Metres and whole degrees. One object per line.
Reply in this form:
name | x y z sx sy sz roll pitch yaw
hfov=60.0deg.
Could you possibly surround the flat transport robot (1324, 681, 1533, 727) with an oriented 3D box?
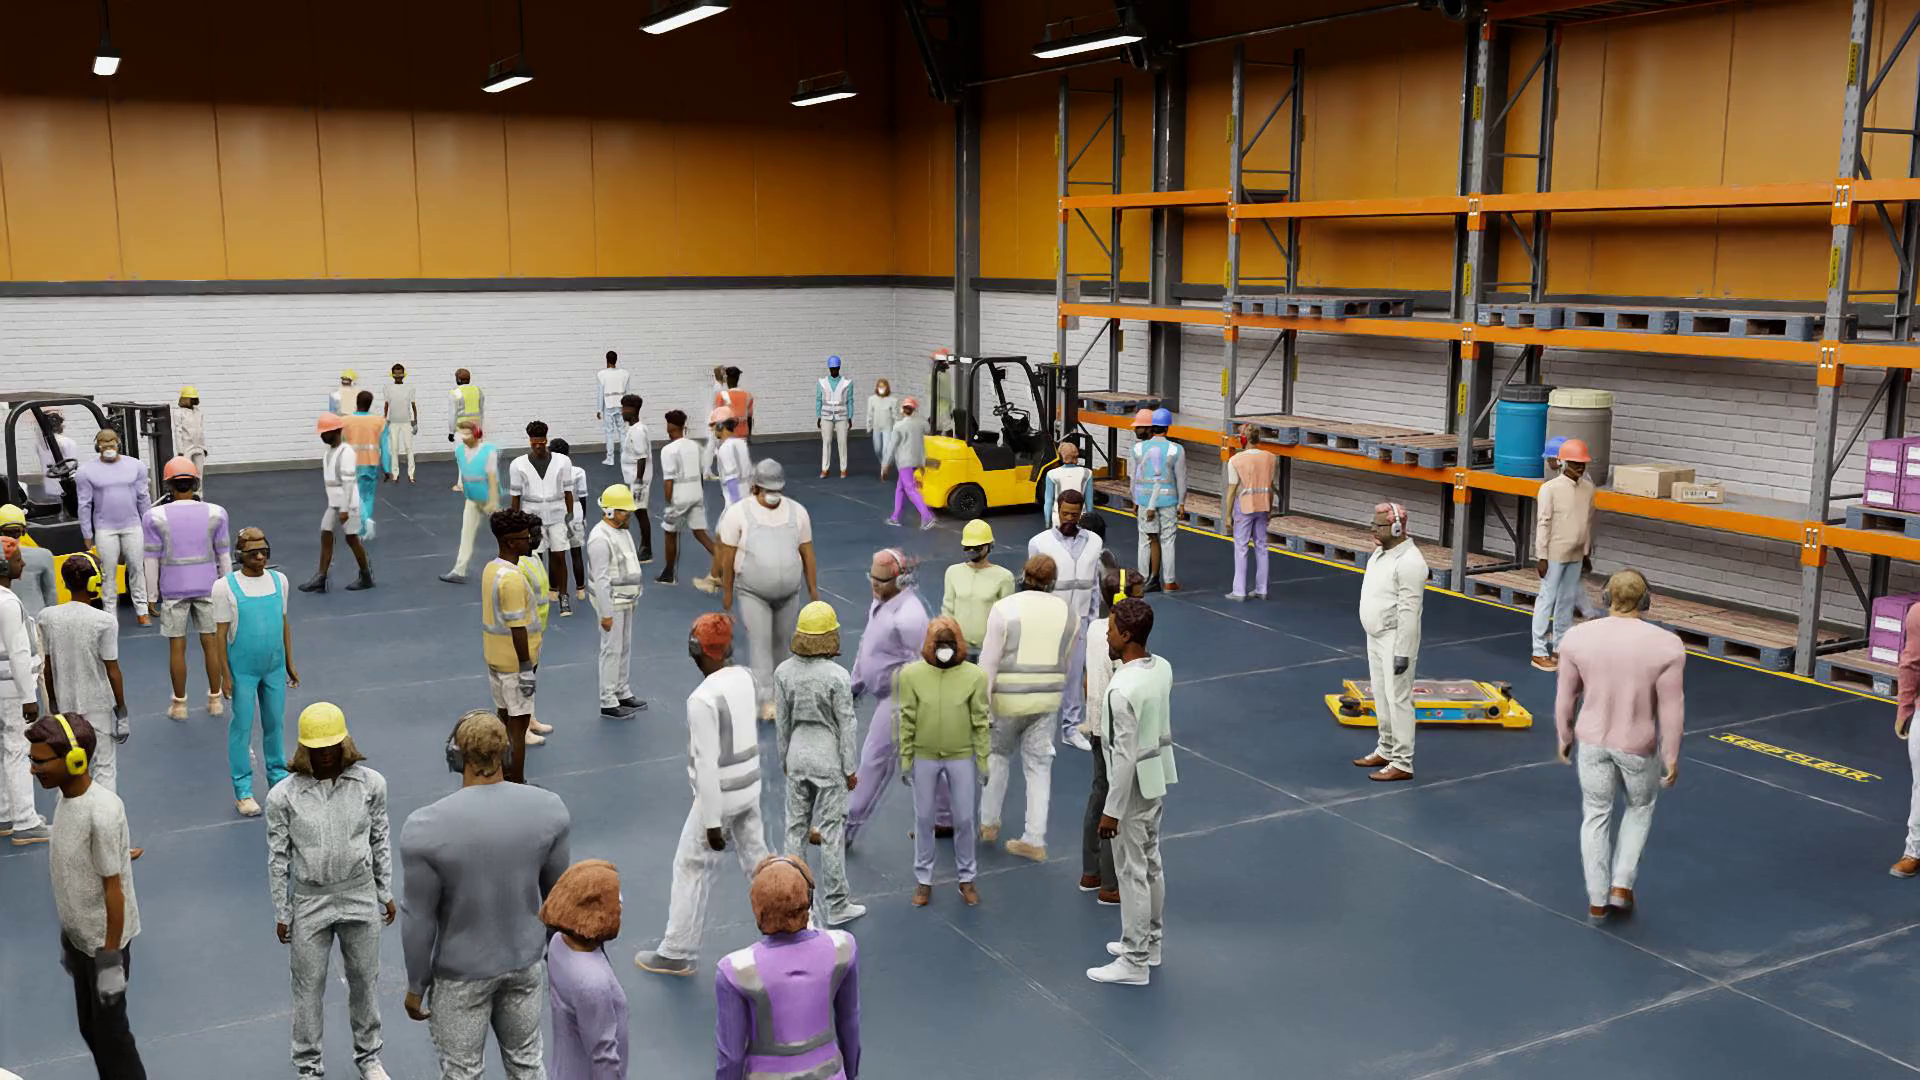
flat transport robot | 3.582 1.246 12.780 1.431 0.197 0.652 0 10 1

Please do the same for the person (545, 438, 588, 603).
person | -4.068 -0.198 17.014 0.533 1.694 0.320 -4 11 -20

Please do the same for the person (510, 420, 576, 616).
person | -4.088 -0.206 16.322 0.616 1.951 0.388 -3 10 -17

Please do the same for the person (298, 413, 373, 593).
person | -6.578 -0.371 17.421 0.586 1.895 0.809 8 13 39

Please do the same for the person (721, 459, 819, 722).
person | -1.436 0.352 12.834 0.713 2.000 0.655 -5 11 -25

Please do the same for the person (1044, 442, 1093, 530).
person | 1.121 -0.190 17.145 0.519 1.633 0.314 -1 10 -6

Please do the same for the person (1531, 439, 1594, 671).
person | 5.201 0.123 14.285 0.612 1.994 0.394 -5 11 -28

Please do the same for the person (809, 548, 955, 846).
person | -0.454 0.952 9.936 1.020 1.836 0.664 -2 10 -11

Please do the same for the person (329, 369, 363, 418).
person | -9.439 -1.743 25.721 0.600 1.775 0.867 -5 11 -28

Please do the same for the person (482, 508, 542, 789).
person | -2.861 0.763 10.684 0.367 1.966 0.604 -6 11 -30

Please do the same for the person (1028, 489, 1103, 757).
person | 0.750 0.576 11.910 0.590 1.916 0.398 -5 11 -27

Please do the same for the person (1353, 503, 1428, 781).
person | 2.912 0.688 11.335 0.398 1.900 0.635 -2 10 -10

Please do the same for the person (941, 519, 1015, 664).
person | 0.119 0.730 11.450 0.524 1.769 0.308 3 10 17

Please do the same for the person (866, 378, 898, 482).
person | -1.196 -1.748 26.153 0.508 1.615 0.684 3 10 14

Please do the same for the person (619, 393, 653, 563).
person | -3.722 -0.711 19.172 0.361 1.963 0.613 -2 10 -12

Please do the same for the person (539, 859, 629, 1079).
person | -1.204 1.837 5.461 0.289 1.632 0.498 -5 11 -28

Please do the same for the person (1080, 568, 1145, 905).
person | 0.854 1.075 9.182 0.310 1.864 0.534 -3 10 -19

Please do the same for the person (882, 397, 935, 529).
person | -0.637 -0.997 21.601 0.850 1.696 0.576 6 12 32

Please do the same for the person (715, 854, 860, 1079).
person | -0.557 1.835 5.461 0.514 1.636 0.315 -5 11 -29

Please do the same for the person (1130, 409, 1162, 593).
person | 1.961 -0.413 17.535 0.363 1.939 0.542 -2 10 -9

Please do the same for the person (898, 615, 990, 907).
person | -0.088 1.204 9.116 0.502 1.630 0.279 0 10 1

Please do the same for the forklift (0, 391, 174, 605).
forklift | -9.026 -0.363 16.508 1.214 2.155 2.313 6 11 29

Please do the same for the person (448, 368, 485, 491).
person | -7.424 -1.653 24.955 0.429 1.843 0.633 7 12 34

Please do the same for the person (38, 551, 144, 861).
person | -5.068 0.994 9.670 0.512 1.861 0.325 1 10 8

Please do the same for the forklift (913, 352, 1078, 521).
forklift | 0.460 -1.461 22.833 2.313 2.155 1.214 -5 11 -28

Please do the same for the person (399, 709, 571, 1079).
person | -1.735 1.572 6.150 0.635 1.928 0.382 -7 12 -37

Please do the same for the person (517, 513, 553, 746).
person | -3.158 0.639 12.164 0.319 1.698 0.539 0 10 -1

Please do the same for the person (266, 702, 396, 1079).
person | -2.614 1.521 6.960 0.493 1.743 0.312 -6 12 -31

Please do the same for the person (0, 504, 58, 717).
person | -6.837 0.617 12.102 0.311 1.769 0.525 9 13 41

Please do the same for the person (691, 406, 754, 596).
person | -2.335 -0.382 17.208 1.048 1.976 0.641 3 10 15

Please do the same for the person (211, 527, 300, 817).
person | -4.497 0.827 10.661 0.343 1.847 0.506 8 12 38

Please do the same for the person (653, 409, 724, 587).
person | -2.871 -0.435 17.746 0.965 1.922 0.611 7 12 34

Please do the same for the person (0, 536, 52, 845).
person | -5.757 0.907 10.096 0.584 1.882 0.347 8 13 40

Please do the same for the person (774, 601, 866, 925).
person | -0.754 1.184 8.901 0.484 1.744 0.295 5 11 26

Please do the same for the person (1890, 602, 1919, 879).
person | 5.613 1.009 9.372 0.364 1.933 0.638 -8 13 -38

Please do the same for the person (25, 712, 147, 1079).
person | -3.344 1.565 6.397 0.515 1.858 0.341 10 14 44

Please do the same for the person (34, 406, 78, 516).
person | -9.818 -0.521 18.292 0.585 1.901 0.485 4 11 21

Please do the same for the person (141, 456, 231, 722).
person | -5.911 0.374 12.752 0.611 2.032 0.411 -7 12 -34

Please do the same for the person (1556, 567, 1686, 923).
person | 3.522 1.091 8.909 0.658 1.923 0.472 6 11 29

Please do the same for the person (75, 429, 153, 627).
person | -8.006 -0.102 15.790 0.632 1.930 0.377 -7 12 -34

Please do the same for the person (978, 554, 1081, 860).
person | 0.376 0.978 9.972 0.692 1.796 0.694 -3 10 -17

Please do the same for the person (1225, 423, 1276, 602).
person | 2.977 -0.272 17.023 0.565 1.837 0.382 -4 11 -24

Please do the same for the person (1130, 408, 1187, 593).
person | 2.089 -0.407 17.472 0.612 1.947 0.388 4 11 23

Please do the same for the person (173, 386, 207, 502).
person | -10.601 -1.259 22.973 0.324 1.740 0.492 4 11 20

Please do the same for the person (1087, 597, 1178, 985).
person | 0.856 1.226 8.156 0.392 1.920 0.587 4 11 24

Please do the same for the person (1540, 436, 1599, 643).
person | 5.523 0.018 15.118 0.628 1.917 0.566 -8 13 -39

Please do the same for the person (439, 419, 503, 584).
person | -5.188 -0.420 18.012 0.623 1.787 0.933 5 11 27

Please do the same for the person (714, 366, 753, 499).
person | -3.285 -1.531 23.932 0.633 1.947 0.497 -7 12 -36

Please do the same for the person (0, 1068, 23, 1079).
person | -2.450 1.912 4.110 0.602 1.957 0.385 4 10 20

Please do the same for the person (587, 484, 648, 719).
person | -2.644 0.472 12.796 0.403 1.819 0.602 1 10 6

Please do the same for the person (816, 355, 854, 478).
person | -1.984 -1.947 26.341 0.603 1.949 0.384 0 10 3

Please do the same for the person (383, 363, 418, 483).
person | -8.689 -1.811 25.825 0.509 1.860 0.334 -2 10 -13

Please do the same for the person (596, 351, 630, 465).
person | -5.830 -2.224 28.016 0.596 1.918 0.380 -7 12 -36

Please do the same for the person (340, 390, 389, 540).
person | -7.361 -0.902 20.564 0.609 1.876 0.726 -5 11 -26

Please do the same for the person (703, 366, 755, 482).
person | -3.626 -1.812 25.957 0.906 1.806 0.543 -4 11 -21

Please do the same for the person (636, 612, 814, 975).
person | -1.106 1.264 8.183 0.945 1.847 0.571 4 11 22
